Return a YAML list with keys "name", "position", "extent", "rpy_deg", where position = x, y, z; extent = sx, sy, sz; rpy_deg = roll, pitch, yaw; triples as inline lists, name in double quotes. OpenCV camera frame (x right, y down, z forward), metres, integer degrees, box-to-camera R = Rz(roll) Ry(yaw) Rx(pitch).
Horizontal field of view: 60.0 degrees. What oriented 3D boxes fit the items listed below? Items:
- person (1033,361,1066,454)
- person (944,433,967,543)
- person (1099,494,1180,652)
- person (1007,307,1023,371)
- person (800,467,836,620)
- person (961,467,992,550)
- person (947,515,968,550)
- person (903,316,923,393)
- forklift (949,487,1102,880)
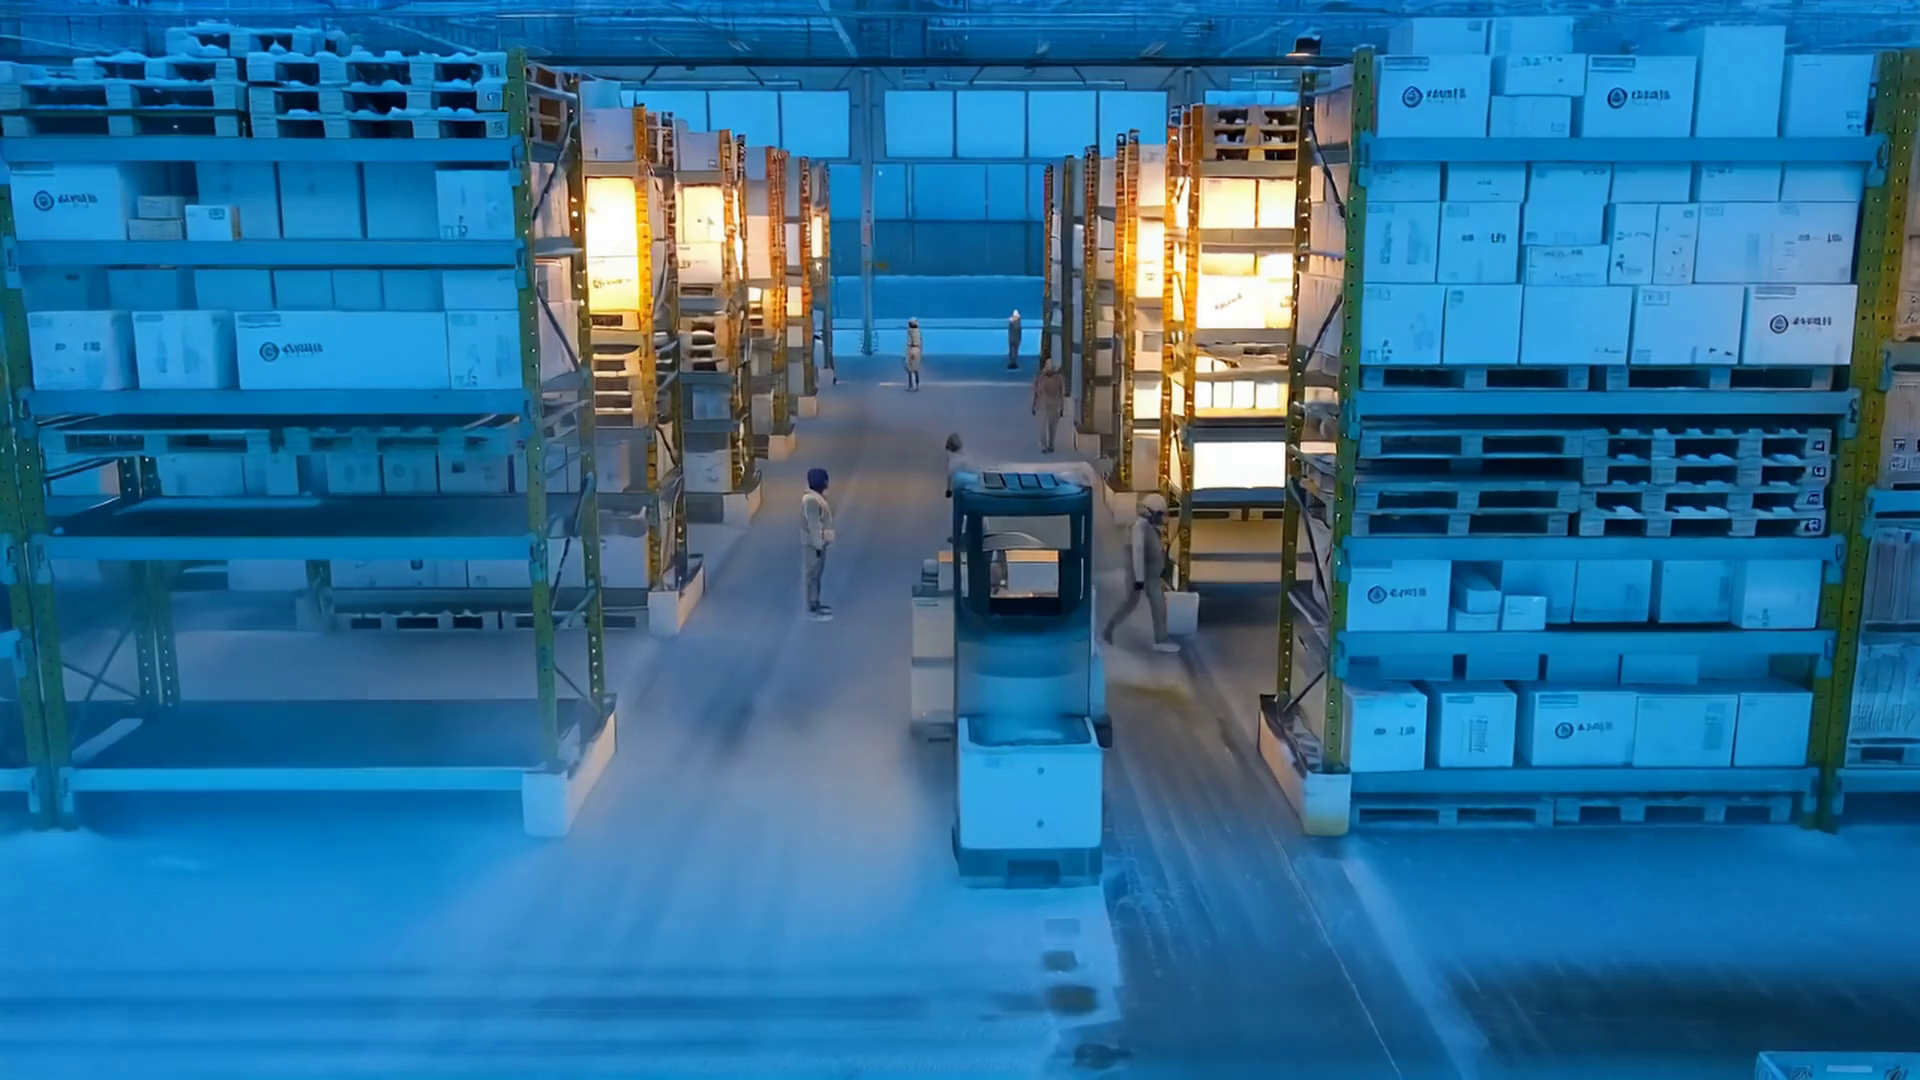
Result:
- name: "person"
  position: [1.803, -2.671, 33.479]
  extent: [0.674, 1.851, 0.980]
  rpy_deg: [0, 11, 2]
- name: "person"
  position: [-0.060, -0.765, 24.590]
  extent: [0.286, 1.636, 0.497]
  rpy_deg: [5, 12, 23]
- name: "person"
  position: [2.016, 0.362, 18.692]
  extent: [0.915, 1.775, 0.620]
  rpy_deg: [7, 13, 30]
- name: "person"
  position: [1.674, -6.058, 50.170]
  extent: [0.406, 1.902, 0.638]
  rpy_deg: [-5, 12, -23]
- name: "person"
  position: [-1.709, 0.032, 20.127]
  extent: [0.429, 1.842, 0.633]
  rpy_deg: [-1, 11, -3]
- name: "person"
  position: [0.218, -0.120, 21.352]
  extent: [0.542, 1.651, 0.881]
  rpy_deg: [-6, 13, -28]
- name: "person"
  position: [0.170, 0.671, 16.785]
  extent: [0.730, 1.912, 0.561]
  rpy_deg: [0, 11, 2]
- name: "person"
  position: [-1.265, -4.915, 44.152]
  extent: [0.614, 2.038, 0.396]
  rpy_deg: [-10, 15, -40]
- name: "forklift"
  position: [0.495, 0.986, 12.813]
  extent: [1.129, 2.768, 1.873]
  rpy_deg: [0, 11, -2]
